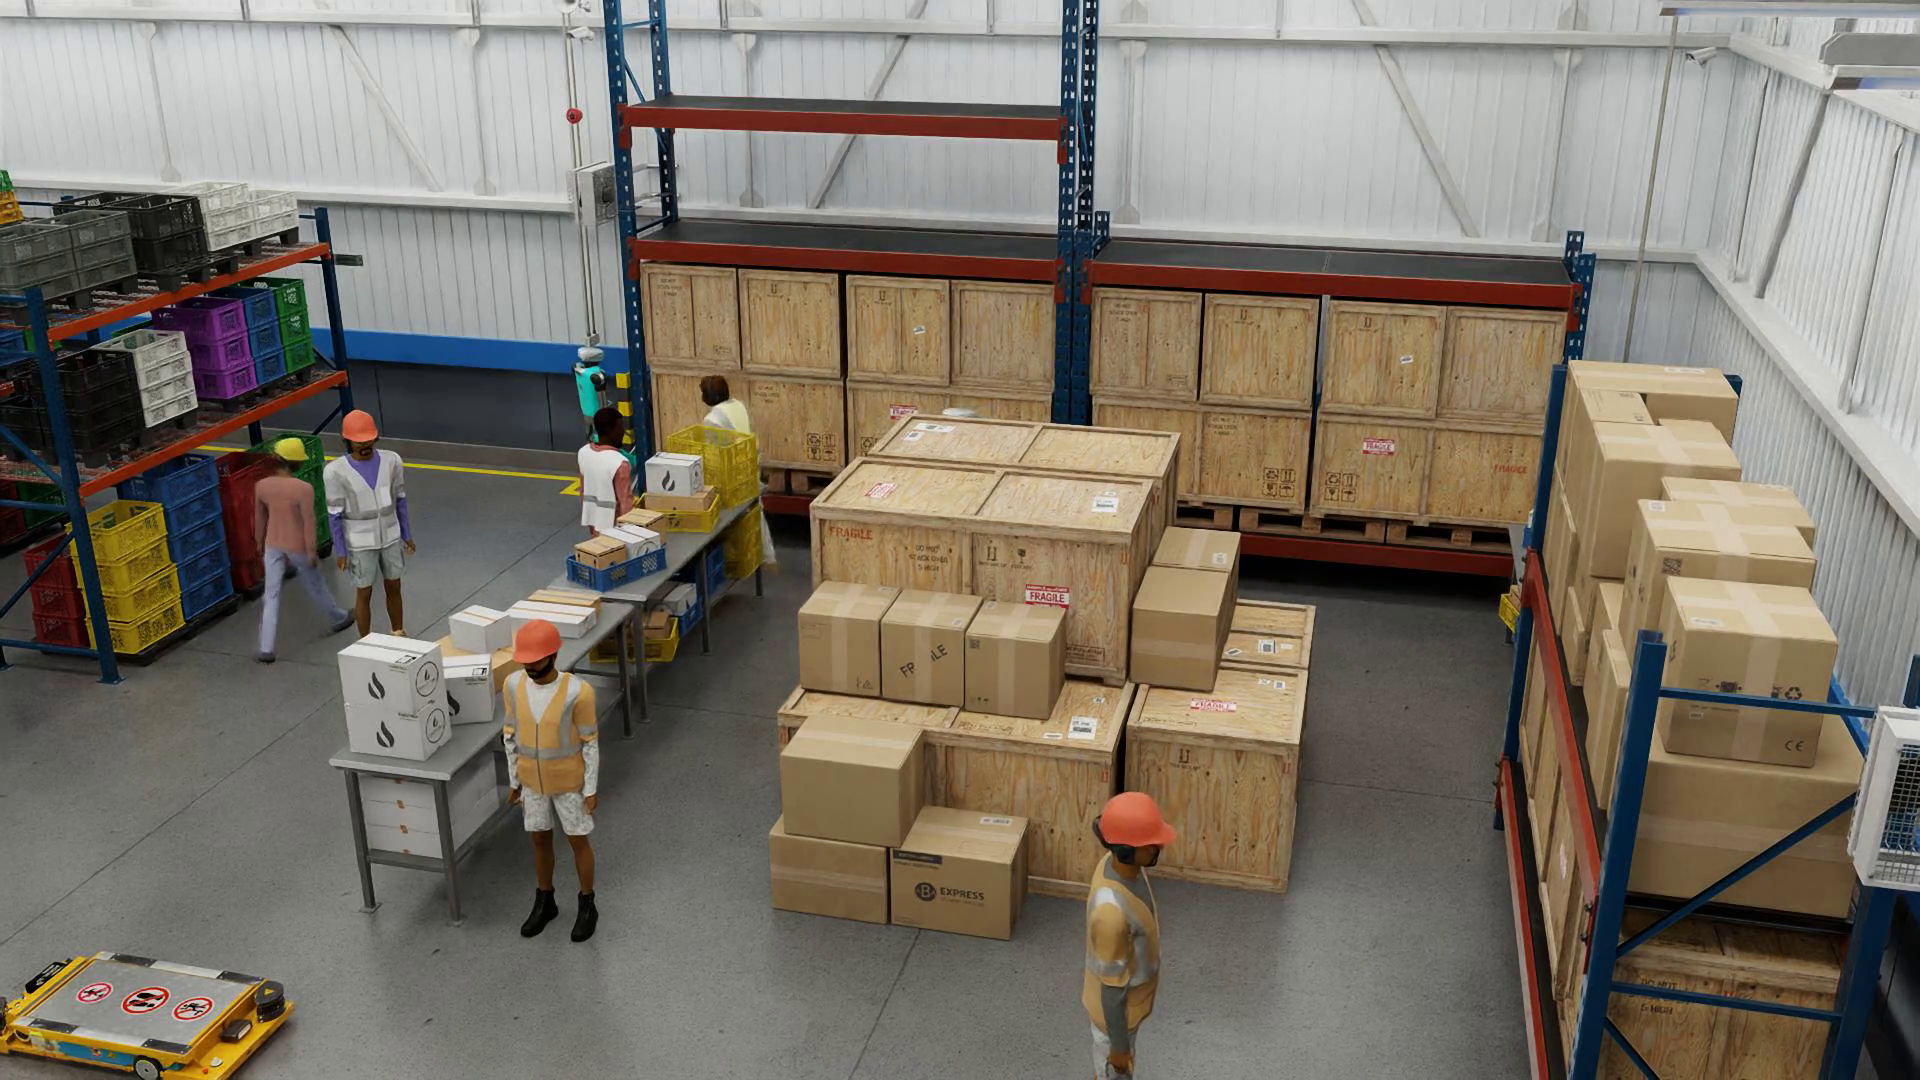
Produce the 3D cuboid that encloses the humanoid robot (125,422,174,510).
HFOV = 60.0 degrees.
[{"bbox_3d":[-7.278,-0.776,15.109,0.616,1.636,0.551,9,23,23],"label":"humanoid robot"}]

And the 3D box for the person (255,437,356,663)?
[{"bbox_3d":[-5.206,0.045,12.918,0.582,1.692,0.949,4,21,9],"label":"person"}]

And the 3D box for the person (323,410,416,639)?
[{"bbox_3d":[-4.419,0.000,12.565,0.614,2.041,0.373,-18,27,-39],"label":"person"}]

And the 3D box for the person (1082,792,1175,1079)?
[{"bbox_3d":[0.723,2.018,7.280,0.366,2.048,0.606,4,21,9],"label":"person"}]

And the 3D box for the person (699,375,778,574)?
[{"bbox_3d":[-2.077,-0.558,14.395,1.011,1.780,0.667,10,23,24],"label":"person"}]

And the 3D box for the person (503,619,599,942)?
[{"bbox_3d":[-2.264,1.329,9.231,0.542,1.939,0.355,4,21,11],"label":"person"}]

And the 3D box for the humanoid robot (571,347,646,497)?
[{"bbox_3d":[-3.168,-1.007,15.436,0.735,1.677,0.533,-15,25,-34],"label":"humanoid robot"}]

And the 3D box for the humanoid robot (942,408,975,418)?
[{"bbox_3d":[0.129,-0.264,13.698,0.537,1.791,0.831,17,27,38],"label":"humanoid robot"}]

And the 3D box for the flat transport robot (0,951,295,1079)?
[{"bbox_3d":[-4.270,2.464,8.601,1.431,0.231,0.659,5,22,13],"label":"flat transport robot"}]

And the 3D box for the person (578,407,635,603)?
[{"bbox_3d":[-2.734,-0.101,13.005,0.587,1.916,0.399,19,28,40],"label":"person"}]
